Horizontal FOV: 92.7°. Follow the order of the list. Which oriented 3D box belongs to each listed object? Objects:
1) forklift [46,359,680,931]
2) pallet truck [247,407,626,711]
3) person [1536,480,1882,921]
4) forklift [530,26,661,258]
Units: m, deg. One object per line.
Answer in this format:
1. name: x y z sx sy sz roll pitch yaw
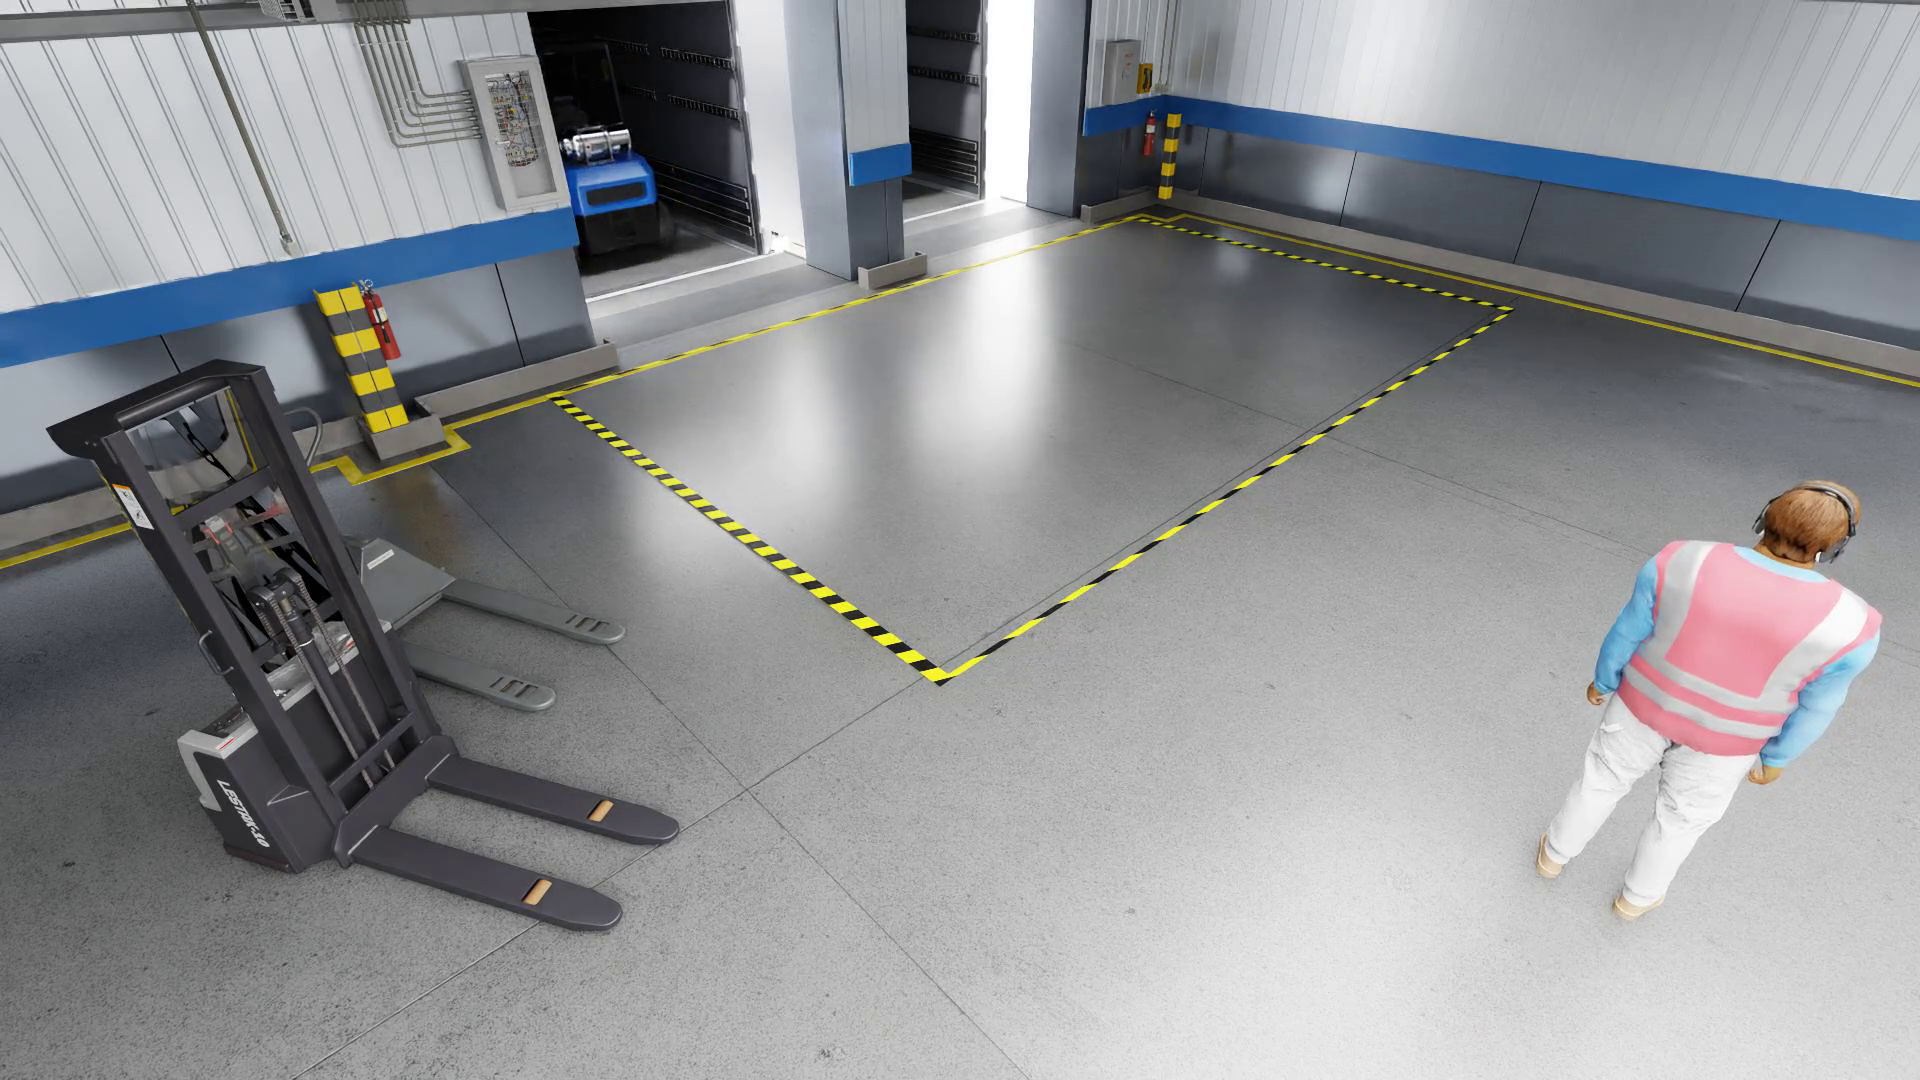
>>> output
1. forklift: -2.135 0.422 3.354 1.885 1.965 0.823 10 35 14
2. pallet truck: -2.628 0.038 4.590 1.601 1.201 0.680 12 36 18
3. person: 2.564 0.606 3.220 0.429 1.842 0.627 -28 43 -34
4. forklift: -4.511 -4.551 10.341 1.157 2.036 2.680 -26 42 -33
